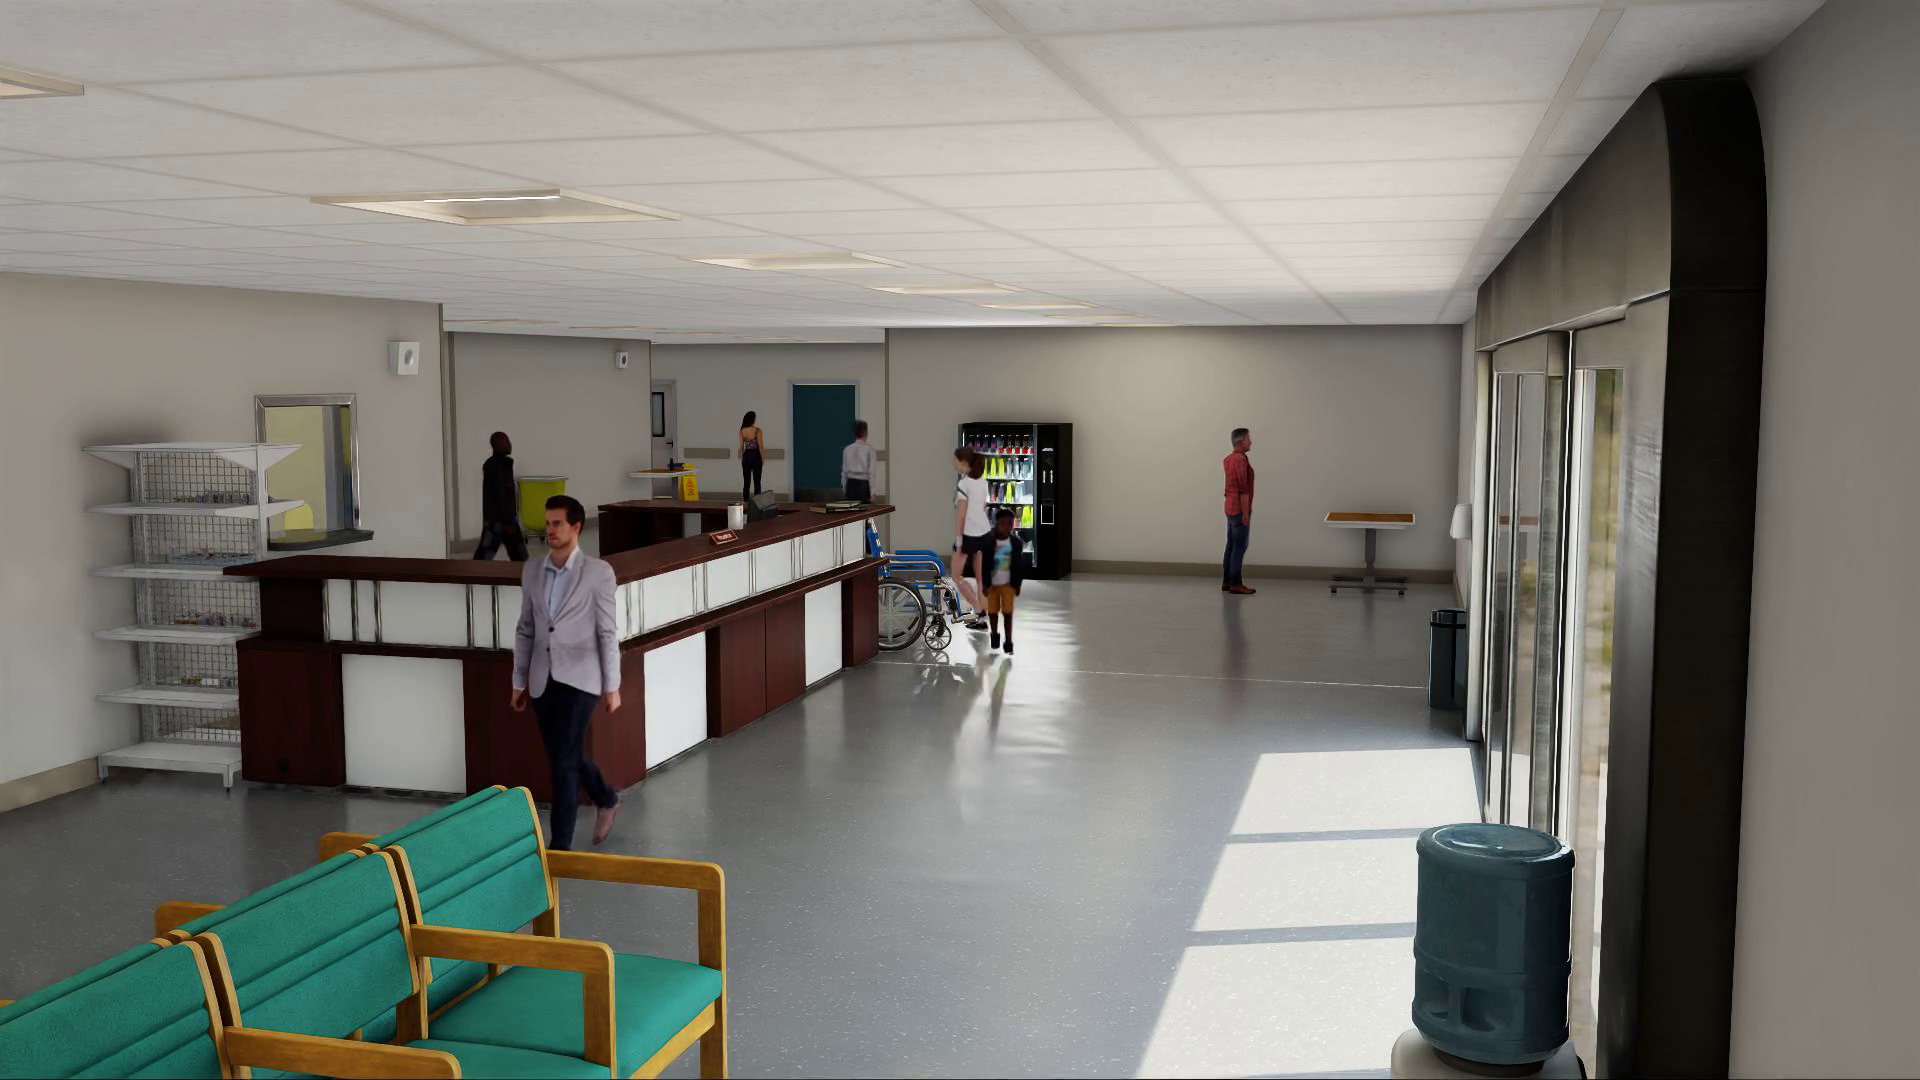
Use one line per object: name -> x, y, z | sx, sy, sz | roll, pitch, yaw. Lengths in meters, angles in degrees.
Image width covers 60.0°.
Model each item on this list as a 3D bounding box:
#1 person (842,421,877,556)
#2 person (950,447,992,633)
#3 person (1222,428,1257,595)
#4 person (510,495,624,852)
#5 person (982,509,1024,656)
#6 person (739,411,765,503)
person -> -1.347, -0.630, 21.678 | 1.118, 1.782, 0.743 | 2, 6, 18
person -> 0.176, 0.014, 15.507 | 0.741, 1.735, 0.778 | -5, 8, -42
person -> 3.093, -0.335, 18.503 | 0.694, 1.830, 0.762 | -1, 6, -7
person -> -1.898, 0.706, 8.229 | 1.167, 1.815, 0.862 | 3, 6, 24
person -> 0.350, 0.361, 14.498 | 0.837, 1.245, 0.708 | 0, 6, -1
person -> -3.652, -1.381, 29.196 | 0.453, 1.770, 0.659 | 2, 6, 16
